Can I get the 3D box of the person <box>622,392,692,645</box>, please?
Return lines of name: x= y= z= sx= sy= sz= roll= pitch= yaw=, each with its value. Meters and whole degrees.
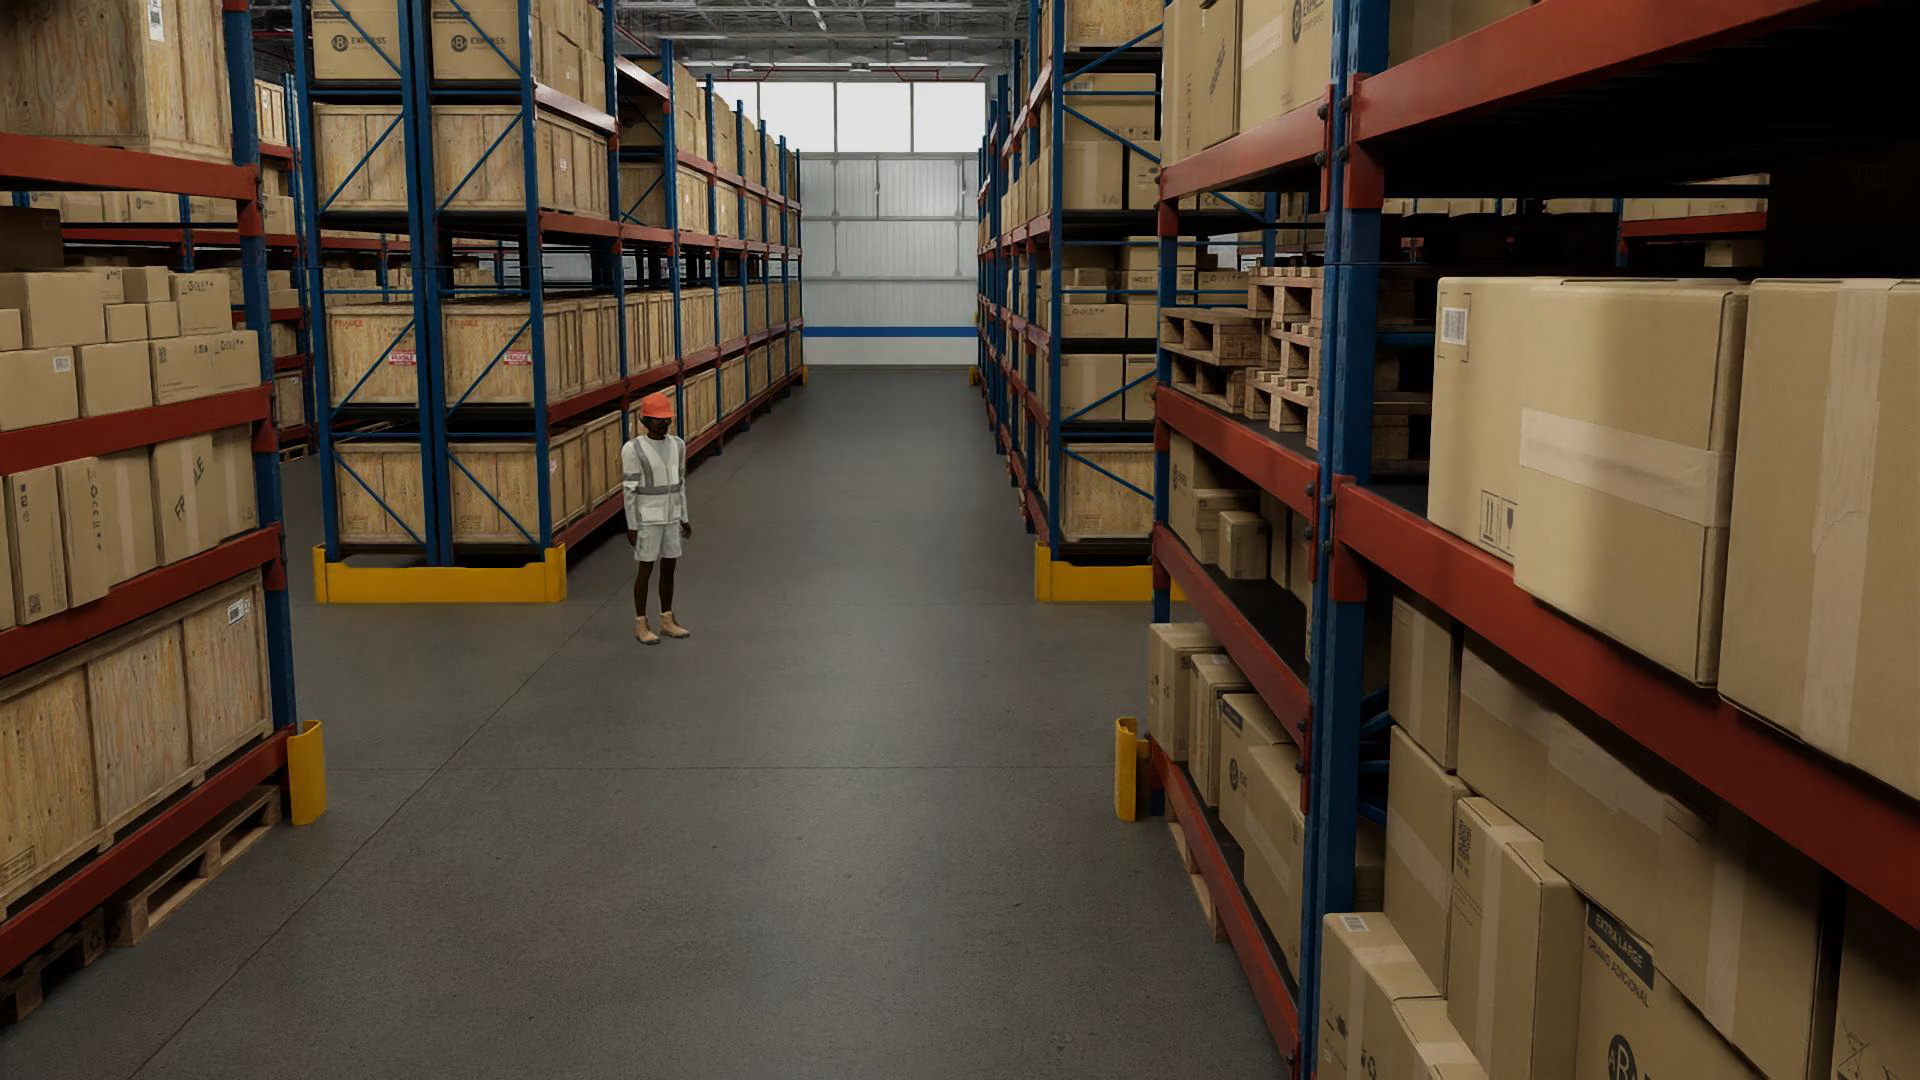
person: x=-2.434 y=-0.177 z=13.504 sx=0.384 sy=2.041 sz=0.615 roll=8 pitch=12 yaw=42
